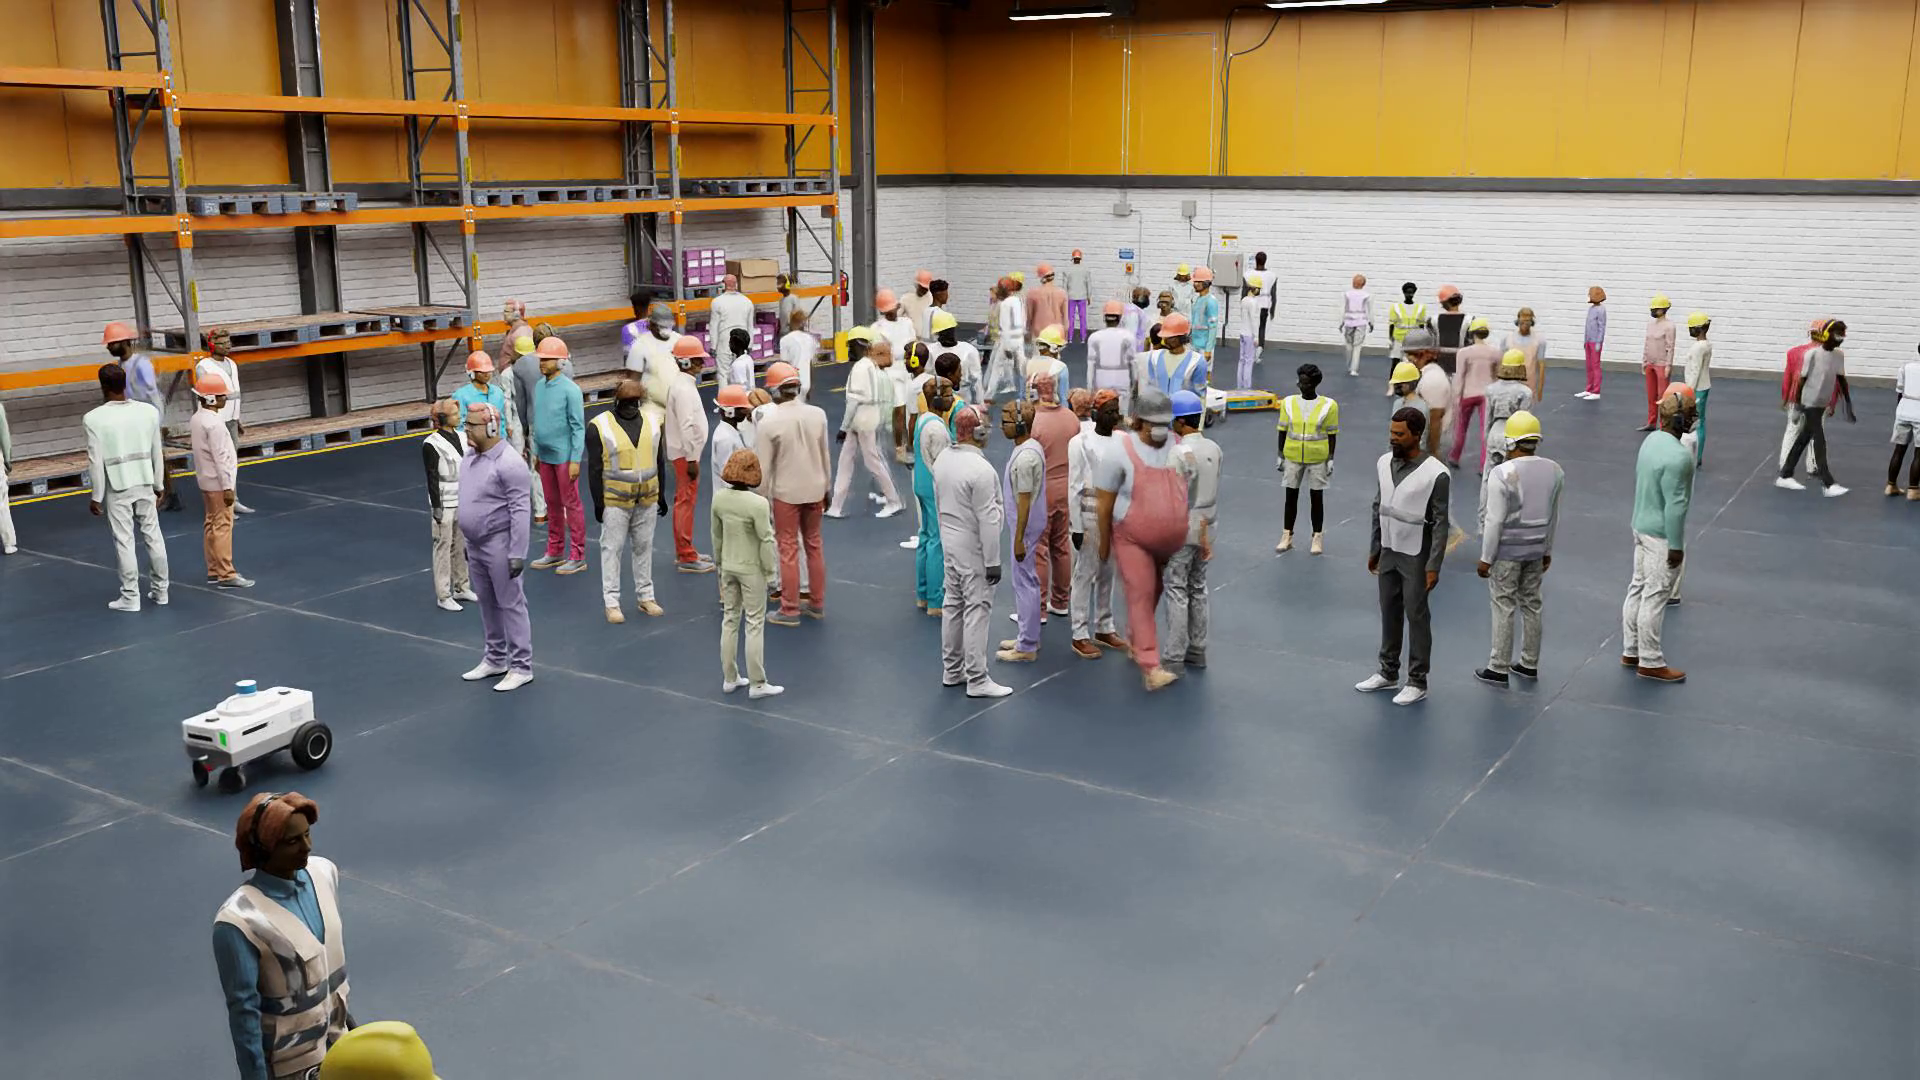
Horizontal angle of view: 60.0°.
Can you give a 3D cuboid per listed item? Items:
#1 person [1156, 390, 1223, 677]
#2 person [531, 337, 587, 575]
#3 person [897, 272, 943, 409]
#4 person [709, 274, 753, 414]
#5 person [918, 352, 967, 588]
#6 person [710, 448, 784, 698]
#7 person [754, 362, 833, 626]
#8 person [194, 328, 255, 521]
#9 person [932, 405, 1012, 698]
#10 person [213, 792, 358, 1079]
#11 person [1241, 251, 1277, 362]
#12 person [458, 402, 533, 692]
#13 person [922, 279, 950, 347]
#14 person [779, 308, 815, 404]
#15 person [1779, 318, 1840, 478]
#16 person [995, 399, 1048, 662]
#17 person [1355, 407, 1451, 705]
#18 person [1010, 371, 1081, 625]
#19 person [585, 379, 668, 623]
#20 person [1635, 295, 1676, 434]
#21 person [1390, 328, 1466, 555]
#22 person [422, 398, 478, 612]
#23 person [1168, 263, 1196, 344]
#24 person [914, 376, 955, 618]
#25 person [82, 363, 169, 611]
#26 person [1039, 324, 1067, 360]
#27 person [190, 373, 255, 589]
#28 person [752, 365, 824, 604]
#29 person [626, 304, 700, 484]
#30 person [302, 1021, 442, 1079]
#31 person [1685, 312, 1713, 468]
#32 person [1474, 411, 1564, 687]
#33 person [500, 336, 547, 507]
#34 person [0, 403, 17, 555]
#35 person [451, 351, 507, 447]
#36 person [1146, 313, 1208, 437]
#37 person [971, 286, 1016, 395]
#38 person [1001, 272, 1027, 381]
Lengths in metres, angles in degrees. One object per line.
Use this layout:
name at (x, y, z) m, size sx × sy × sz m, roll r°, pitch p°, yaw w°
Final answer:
person at (1.525, -0.043, 11.245) m, size 0.420 × 1.932 × 0.619 m, roll 10°, pitch 16°, yaw 37°
person at (-3.388, -0.710, 13.983) m, size 0.608 × 1.997 × 0.375 m, roll 11°, pitch 17°, yaw 39°
person at (-0.621, -2.699, 22.770) m, size 0.801 × 1.934 × 0.894 m, roll 2°, pitch 13°, yaw 10°
person at (-3.133, -2.672, 22.717) m, size 0.660 × 1.896 × 0.401 m, roll -10°, pitch 16°, yaw -36°
person at (-0.136, -0.569, 13.544) m, size 0.375 × 1.917 × 0.598 m, roll -9°, pitch 16°, yaw -35°
person at (-1.388, 0.212, 10.776) m, size 0.507 × 1.633 × 0.277 m, roll 9°, pitch 16°, yaw 35°
person at (-1.251, -0.337, 12.428) m, size 0.652 × 1.977 × 0.447 m, roll -9°, pitch 16°, yaw -35°
person at (-7.154, -1.125, 16.109) m, size 0.392 × 1.847 × 0.563 m, roll 1°, pitch 13°, yaw 6°
person at (0.087, 0.072, 10.794) m, size 0.408 × 1.907 × 0.642 m, roll -8°, pitch 15°, yaw -30°
person at (-2.005, 1.538, 5.015) m, size 0.307 × 1.641 × 0.514 m, roll 3°, pitch 13°, yaw 12°
person at (5.063, -3.938, 28.182) m, size 0.612 × 1.903 × 0.631 m, roll -1°, pitch 13°, yaw -6°
person at (-3.082, 0.039, 10.921) m, size 0.645 × 1.911 × 0.400 m, roll 12°, pitch 18°, yaw 42°
person at (-0.283, -2.305, 20.968) m, size 0.365 × 1.965 × 0.608 m, roll -5°, pitch 14°, yaw -20°
person at (-1.790, -1.696, 18.711) m, size 0.725 × 1.799 × 0.538 m, roll 10°, pitch 16°, yaw 37°
person at (9.317, -1.556, 18.220) m, size 0.576 × 1.737 × 0.354 m, roll 10°, pitch 16°, yaw 38°
person at (0.430, -0.062, 11.532) m, size 0.344 × 1.840 × 0.504 m, roll 2°, pitch 13°, yaw 7°
person at (2.871, 0.092, 10.674) m, size 0.372 × 1.916 × 0.597 m, roll -7°, pitch 15°, yaw -29°
person at (0.609, -0.316, 12.485) m, size 0.406 × 1.903 × 0.639 m, roll 12°, pitch 17°, yaw 41°
person at (-2.494, -0.302, 12.569) m, size 0.619 × 1.837 × 0.430 m, roll -9°, pitch 16°, yaw -34°
person at (8.809, -2.212, 21.034) m, size 0.343 × 1.761 × 0.527 m, roll -3°, pitch 13°, yaw -14°
person at (4.072, -0.857, 14.522) m, size 0.629 × 2.000 × 0.709 m, roll 2°, pitch 13°, yaw 8°
person at (-3.945, -0.282, 12.898) m, size 0.309 × 1.645 × 0.515 m, roll 4°, pitch 14°, yaw 16°
person at (3.671, -3.705, 27.548) m, size 0.484 × 1.736 × 0.305 m, roll 1°, pitch 13°, yaw 4°
person at (-0.174, -0.328, 12.658) m, size 0.338 × 1.845 × 0.514 m, roll -4°, pitch 14°, yaw -18°
person at (-6.416, -0.403, 12.826) m, size 0.393 × 1.918 × 0.591 m, roll 8°, pitch 15°, yaw 33°
person at (0.949, -1.405, 17.550) m, size 0.344 × 1.741 × 0.561 m, roll 1°, pitch 13°, yaw 4°
person at (-6.024, -0.485, 13.536) m, size 0.334 × 1.749 × 0.575 m, roll -11°, pitch 17°, yaw -38°
person at (-1.334, -0.431, 13.022) m, size 0.573 × 1.883 × 0.356 m, roll 4°, pitch 14°, yaw 16°
person at (-3.139, -1.522, 17.409) m, size 0.868 × 2.000 × 0.581 m, roll -10°, pitch 17°, yaw -38°
person at (-1.194, 1.829, 3.497) m, size 0.339 × 1.761 × 0.524 m, roll -1°, pitch 13°, yaw -5°
person at (8.275, -1.687, 18.745) m, size 0.326 × 1.760 × 0.524 m, roll 9°, pitch 16°, yaw 35°
person at (3.674, 0.059, 11.009) m, size 0.600 × 1.829 × 0.404 m, roll -6°, pitch 14°, yaw -23°
person at (-4.288, -1.152, 16.476) m, size 0.319 × 1.734 × 0.483 m, roll 13°, pitch 18°, yaw 43°
person at (-8.542, -0.651, 14.499) m, size 0.514 × 1.645 × 0.307 m, roll -10°, pitch 16°, yaw -37°
person at (-4.311, -0.837, 15.064) m, size 0.325 × 1.752 × 0.559 m, roll 8°, pitch 15°, yaw 31°
person at (2.006, -1.110, 15.631) m, size 0.605 × 2.038 × 0.395 m, roll 8°, pitch 15°, yaw 31°
person at (0.500, -2.936, 24.514) m, size 0.811 × 1.594 × 0.521 m, roll -4°, pitch 14°, yaw -17°
person at (0.777, -3.330, 25.993) m, size 0.539 × 1.704 × 0.490 m, roll -1°, pitch 13°, yaw -6°
